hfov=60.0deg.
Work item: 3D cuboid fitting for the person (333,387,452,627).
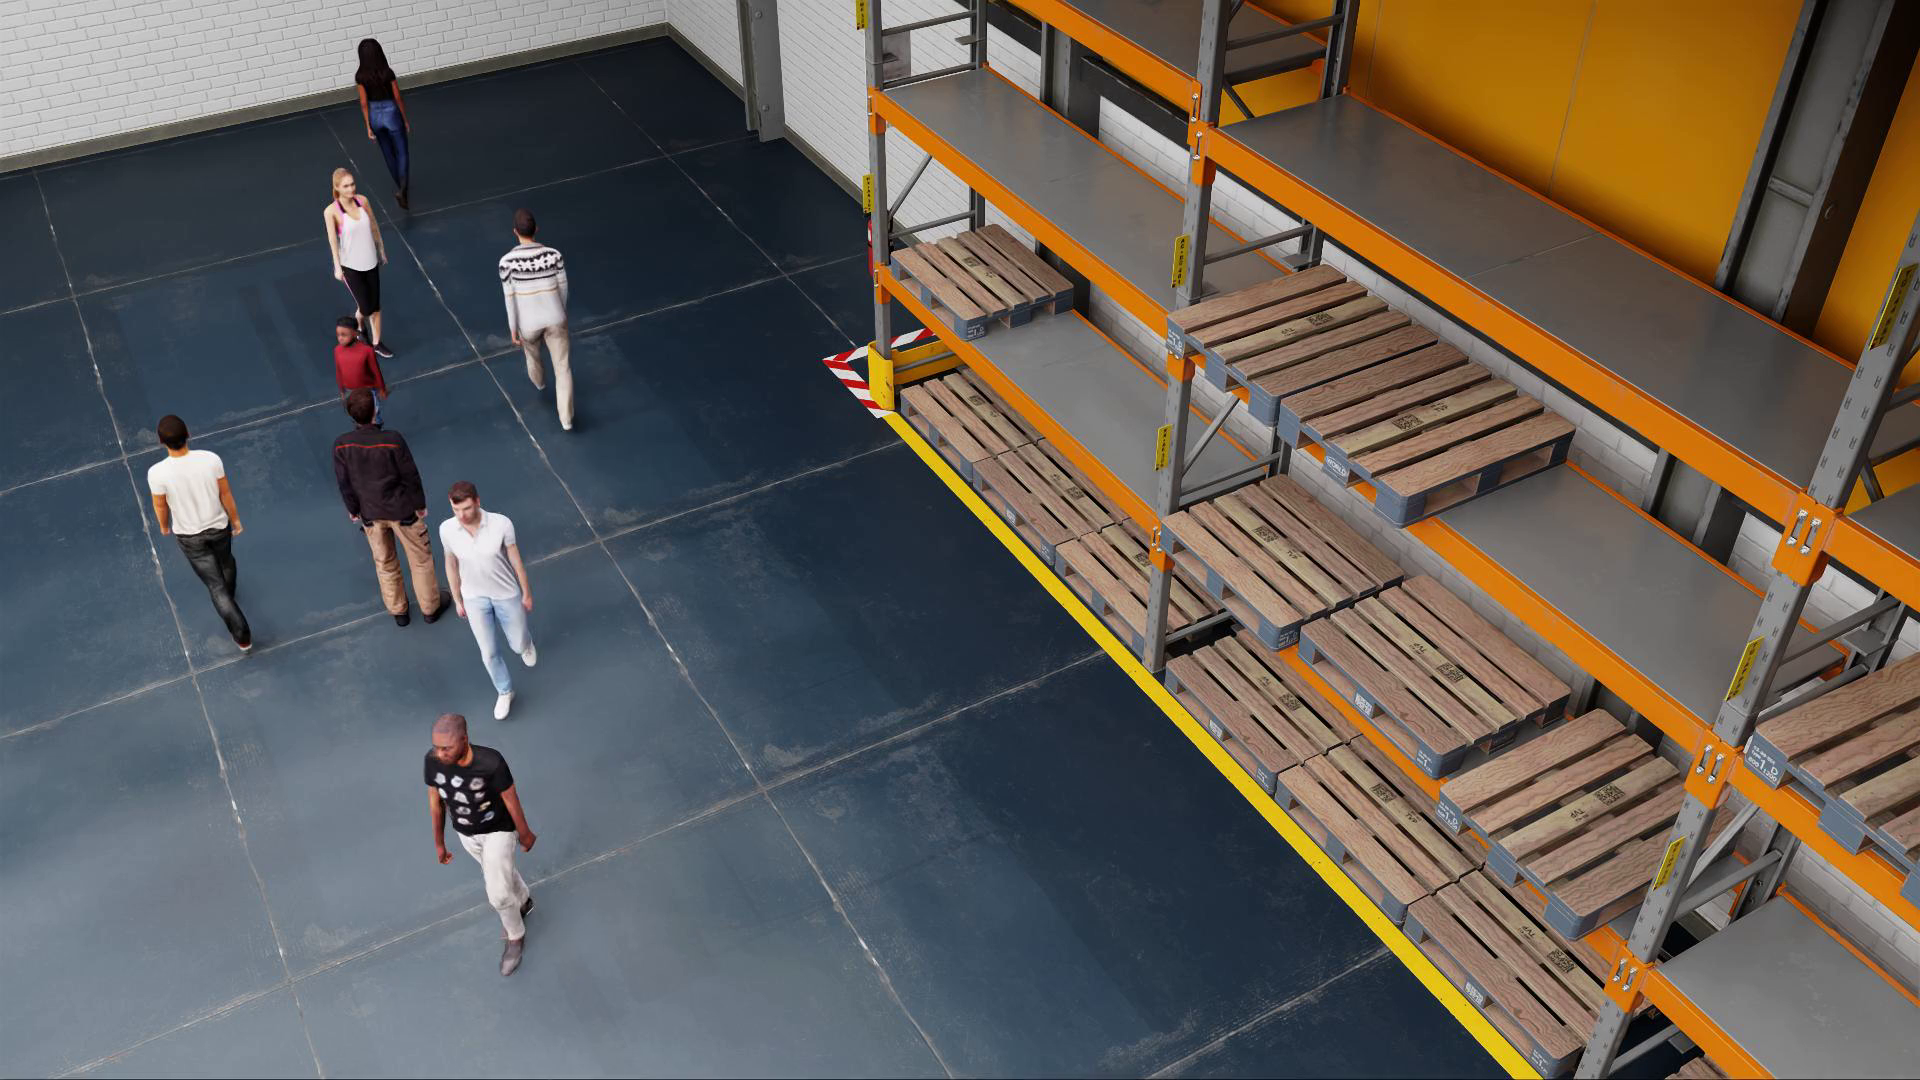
[{"bbox_3d":[-3.977,-0.204,11.545,0.786,1.922,0.746,-4,39,-5],"label":"person"}]

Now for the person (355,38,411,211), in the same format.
[{"bbox_3d":[-5.716,-4.106,16.596,0.757,1.715,1.095,-9,39,-11],"label":"person"}]

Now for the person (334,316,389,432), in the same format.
[{"bbox_3d":[-4.800,-1.282,13.437,0.633,1.245,0.691,6,39,8],"label":"person"}]

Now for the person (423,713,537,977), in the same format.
[{"bbox_3d":[-2.648,1.577,9.427,0.914,1.781,0.978,8,39,10],"label":"person"}]

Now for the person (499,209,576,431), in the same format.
[{"bbox_3d":[-3.397,-1.734,13.557,0.848,1.802,1.245,-12,40,-15],"label":"person"}]

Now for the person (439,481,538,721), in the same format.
[{"bbox_3d":[-3.073,0.317,10.963,0.874,1.834,1.004,-3,39,-4],"label":"person"}]

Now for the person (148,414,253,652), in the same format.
[{"bbox_3d":[-5.191,-0.021,11.446,0.797,1.760,1.191,-28,47,-31],"label":"person"}]

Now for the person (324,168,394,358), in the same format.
[{"bbox_3d":[-5.258,-2.410,14.421,0.797,1.779,0.759,26,45,29],"label":"person"}]
